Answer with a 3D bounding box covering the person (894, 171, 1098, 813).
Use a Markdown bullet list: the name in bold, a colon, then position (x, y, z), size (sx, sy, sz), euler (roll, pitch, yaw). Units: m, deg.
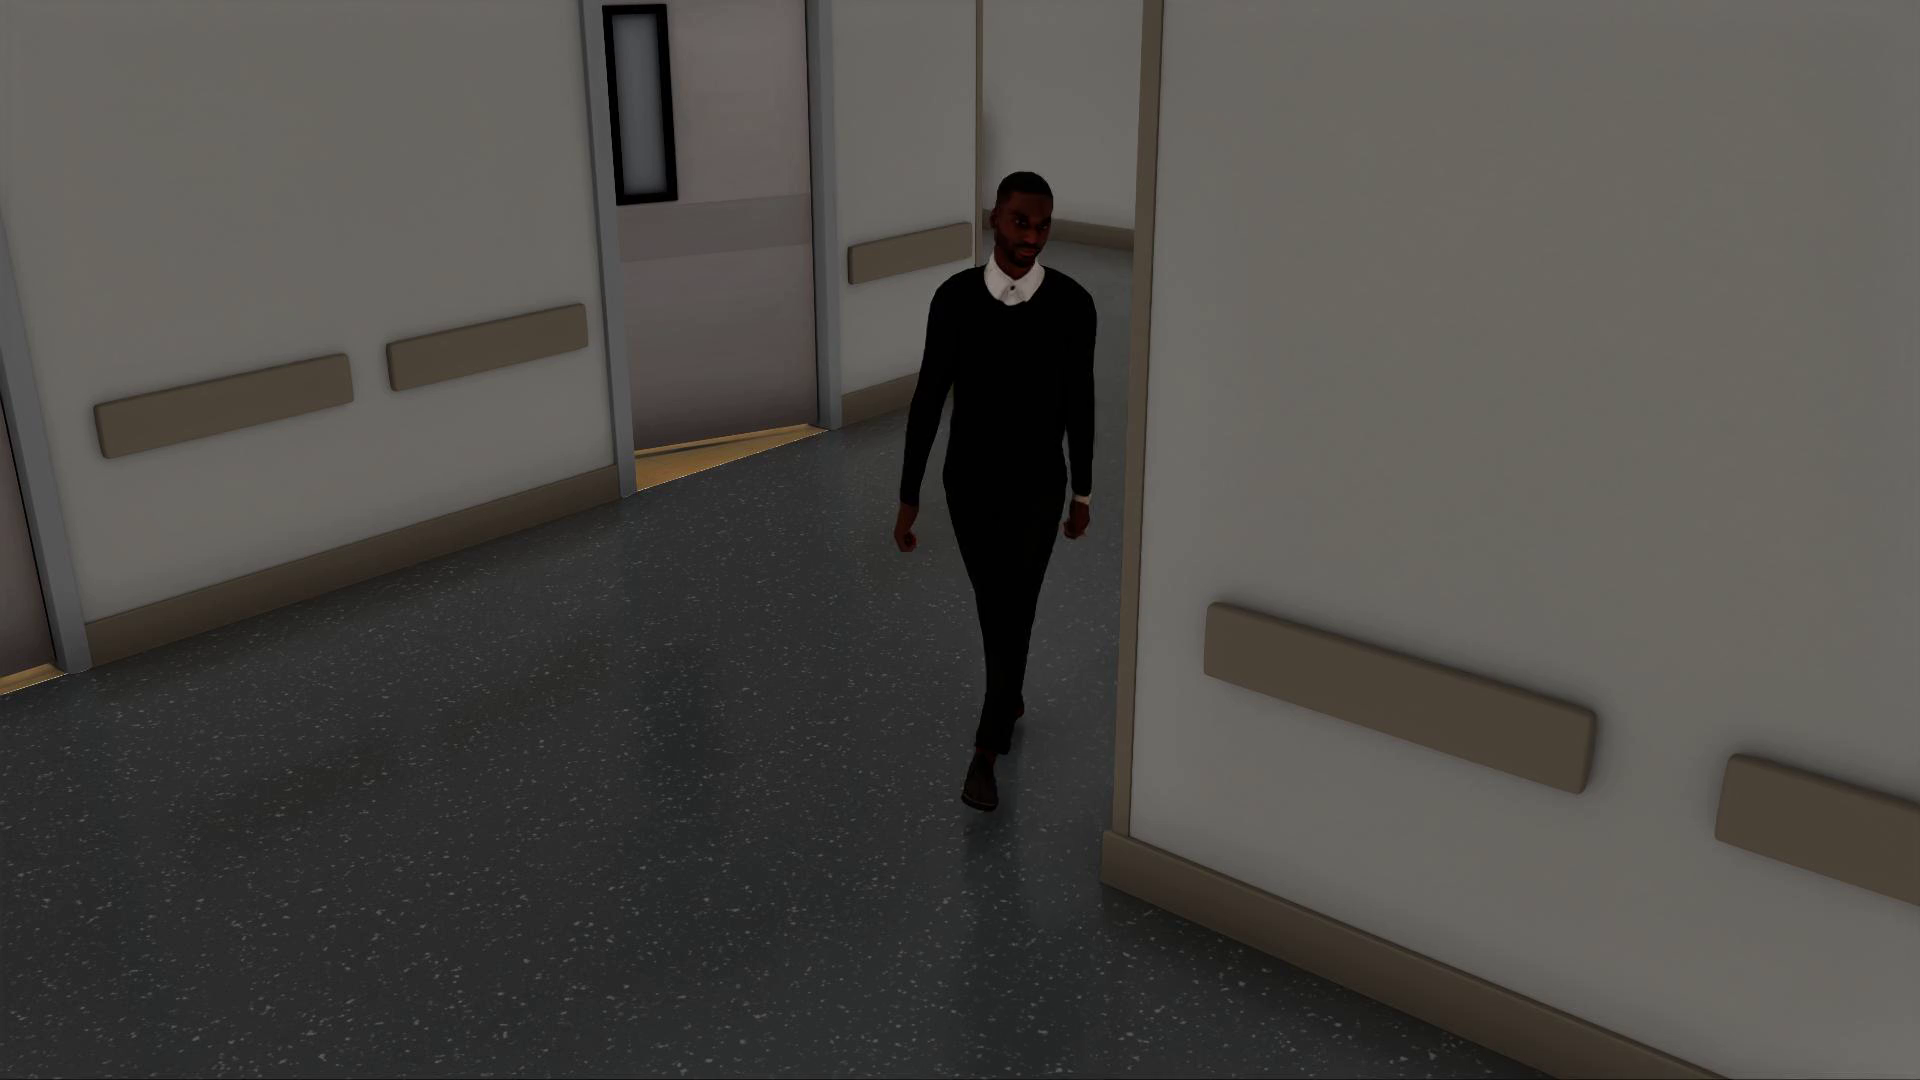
- **person**: position (0.149, -0.187, 4.909), size (1.006, 1.767, 1.202), euler (5, 21, 14)
